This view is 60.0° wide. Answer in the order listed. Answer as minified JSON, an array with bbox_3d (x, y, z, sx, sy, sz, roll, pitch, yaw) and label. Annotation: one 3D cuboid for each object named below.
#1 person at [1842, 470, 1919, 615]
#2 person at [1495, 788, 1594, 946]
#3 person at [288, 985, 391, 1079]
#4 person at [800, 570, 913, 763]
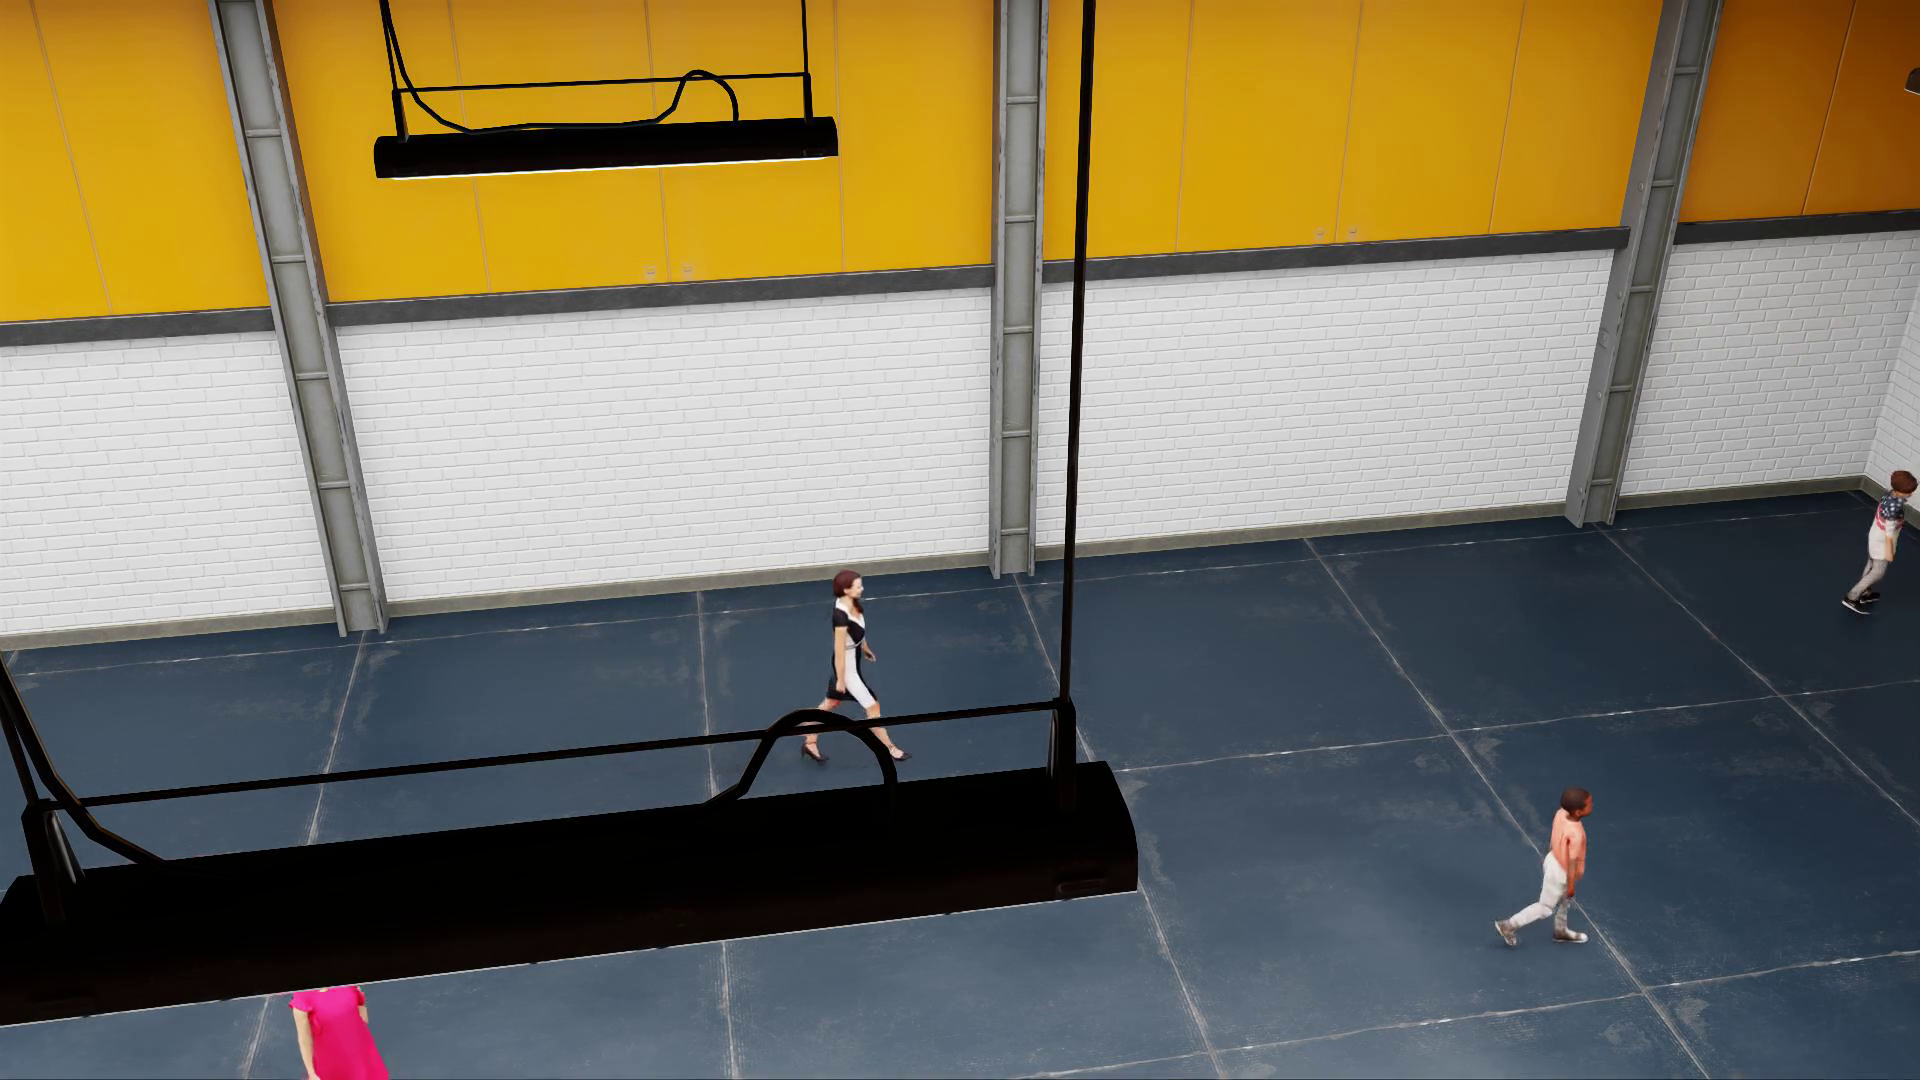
[{"bbox_3d":[8.410,-0.029,15.124,0.739,1.425,0.713,2,29,4],"label":"person"},{"bbox_3d":[3.963,2.209,11.151,0.919,1.300,0.631,2,29,4],"label":"person"},{"bbox_3d":[-3.585,2.886,9.494,0.999,1.697,1.011,23,36,36],"label":"person"},{"bbox_3d":[-0.951,1.021,12.857,1.133,1.751,0.679,-1,29,-3],"label":"person"}]
